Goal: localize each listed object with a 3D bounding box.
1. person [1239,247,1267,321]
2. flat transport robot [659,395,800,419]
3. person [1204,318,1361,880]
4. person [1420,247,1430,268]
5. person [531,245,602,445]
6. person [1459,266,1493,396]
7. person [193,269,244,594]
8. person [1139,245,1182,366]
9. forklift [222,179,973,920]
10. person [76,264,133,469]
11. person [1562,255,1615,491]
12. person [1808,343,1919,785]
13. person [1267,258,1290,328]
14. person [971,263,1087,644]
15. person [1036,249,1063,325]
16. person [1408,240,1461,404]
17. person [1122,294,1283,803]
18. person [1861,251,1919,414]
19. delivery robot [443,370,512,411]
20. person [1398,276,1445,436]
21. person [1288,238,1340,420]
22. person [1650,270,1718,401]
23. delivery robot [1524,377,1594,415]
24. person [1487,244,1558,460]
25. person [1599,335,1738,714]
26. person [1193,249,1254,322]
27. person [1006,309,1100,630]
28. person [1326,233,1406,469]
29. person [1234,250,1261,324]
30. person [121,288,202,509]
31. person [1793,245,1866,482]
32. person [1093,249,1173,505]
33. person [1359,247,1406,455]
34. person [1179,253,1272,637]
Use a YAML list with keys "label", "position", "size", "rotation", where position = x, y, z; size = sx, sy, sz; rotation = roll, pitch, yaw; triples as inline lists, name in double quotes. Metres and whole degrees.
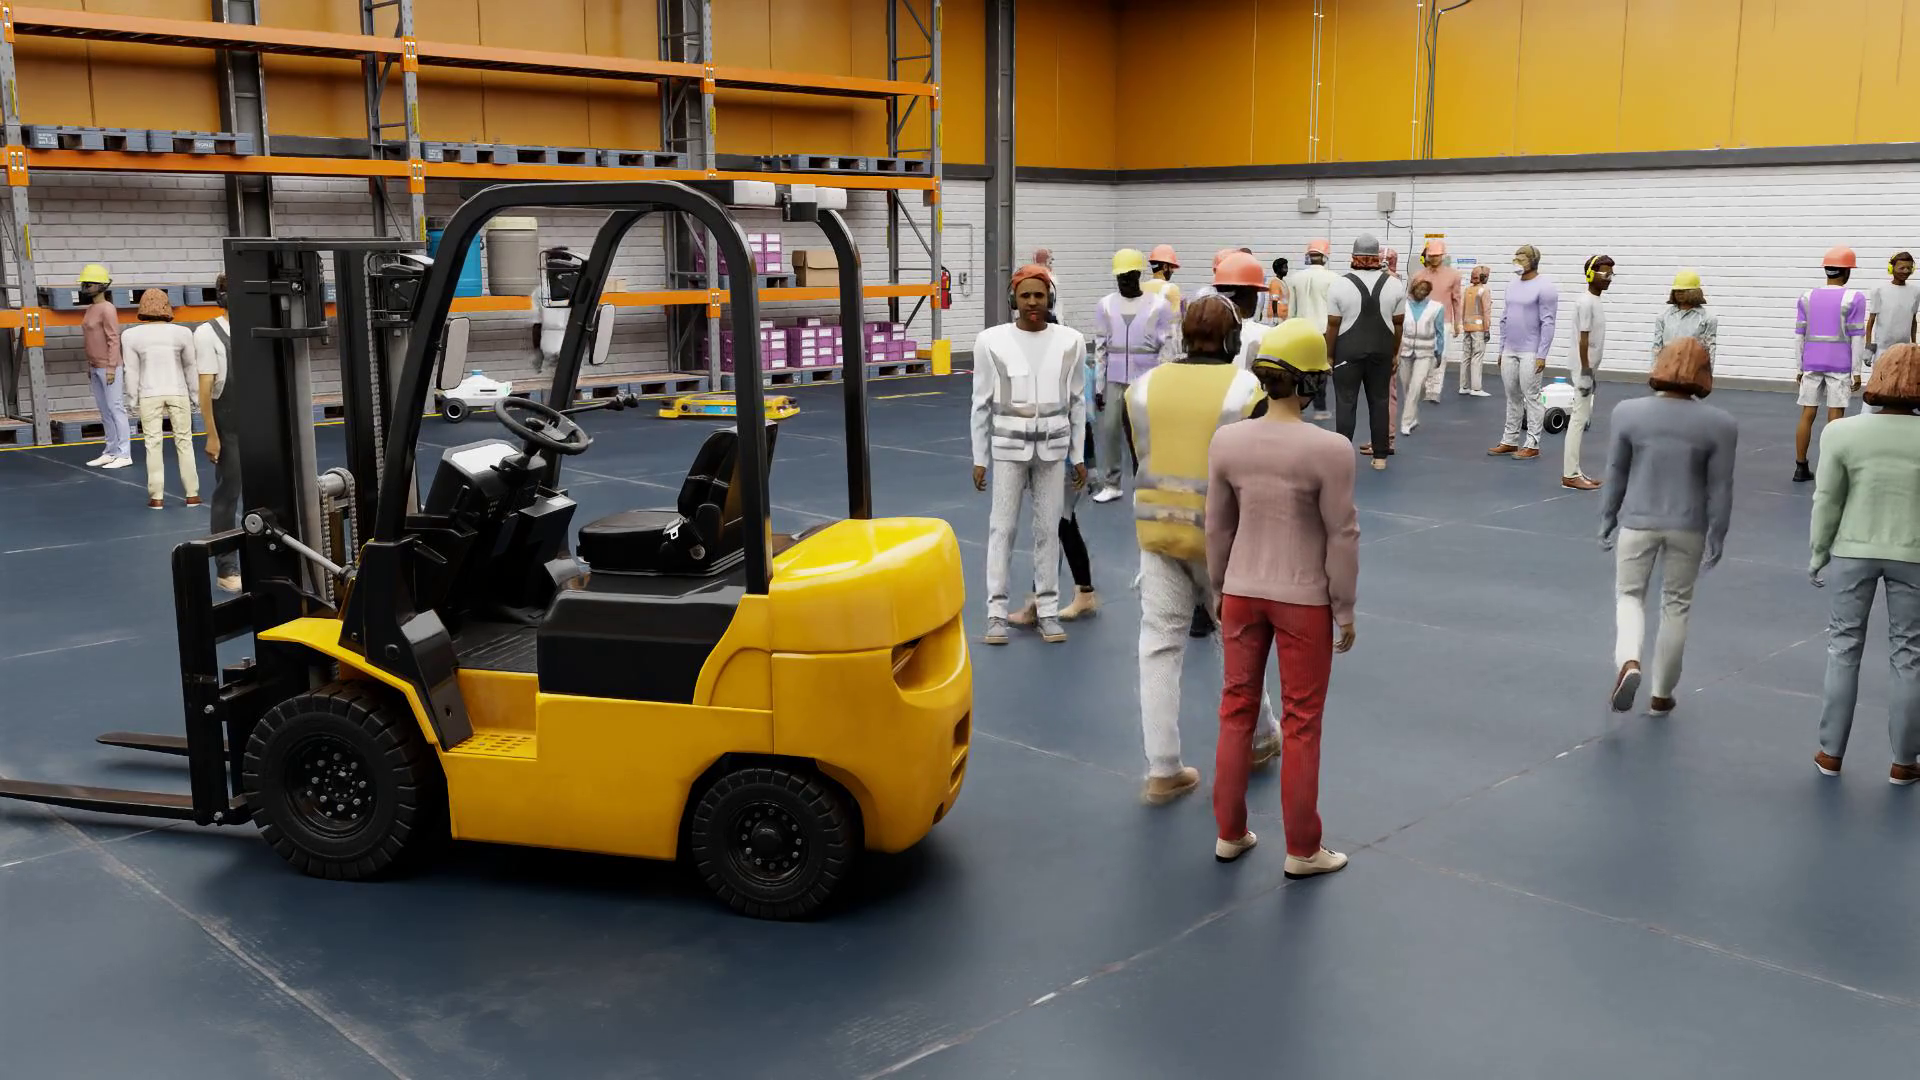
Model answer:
- label: "person"
  position: [4.156, -3.353, 24.373]
  size: [0.627, 1.845, 0.429]
  rotation: [-2, 11, -11]
- label: "flat transport robot"
  position: [-2.553, -1.485, 18.473]
  size: [1.431, 0.197, 0.652]
  rotation: [2, 11, 8]
- label: "person"
  position: [1.019, 0.189, 5.267]
  size: [0.528, 1.768, 0.313]
  rotation: [8, 13, 38]
- label: "person"
  position: [6.404, -3.074, 22.796]
  size: [0.520, 1.865, 0.332]
  rotation: [-6, 12, -29]
- label: "person"
  position: [-3.760, -1.799, 15.652]
  size: [0.603, 1.934, 0.944]
  rotation: [5, 11, 24]
- label: "person"
  position: [6.515, -2.631, 20.983]
  size: [0.308, 1.639, 0.523]
  rotation: [-3, 11, -16]
- label: "person"
  position: [-4.094, -0.625, 9.485]
  size: [0.329, 1.844, 0.509]
  rotation: [5, 11, 23]
- label: "person"
  position: [1.841, -1.738, 15.331]
  size: [0.542, 1.928, 0.374]
  rotation: [10, 15, 44]
- label: "forklift"
  position: [-1.114, -0.058, 5.440]
  size: [2.313, 2.155, 1.214]
  rotation: [2, 11, 13]
- label: "person"
  position: [-7.474, -1.505, 14.495]
  size: [0.525, 1.772, 0.306]
  rotation: [9, 14, 42]
- label: "person"
  position: [5.039, -1.338, 13.326]
  size: [0.336, 1.864, 0.521]
  rotation: [5, 11, 25]
- label: "person"
  position: [3.427, 0.088, 6.172]
  size: [0.507, 1.631, 0.266]
  rotation: [6, 12, 31]
- label: "person"
  position: [4.607, -3.222, 24.051]
  size: [0.315, 1.696, 0.541]
  rotation: [4, 11, 22]
- label: "person"
  position: [0.344, -0.418, 8.251]
  size: [0.585, 1.882, 0.337]
  rotation: [-2, 11, -9]
- label: "person"
  position: [1.030, -2.675, 20.641]
  size: [1.024, 1.856, 0.657]
  rotation: [-6, 12, -29]
- label: "person"
  position: [5.682, -2.618, 20.044]
  size: [0.641, 1.952, 0.924]
  rotation: [4, 11, 23]
- label: "person"
  position: [0.933, 0.011, 6.124]
  size: [0.627, 1.803, 0.885]
  rotation: [6, 12, 31]
- label: "person"
  position: [9.082, -1.865, 16.204]
  size: [0.535, 1.861, 0.309]
  rotation: [0, 10, 1]
- label: "delivery robot"
  position: [-5.258, -1.615, 18.147]
  size: [0.707, 0.478, 0.477]
  rotation: [-2, 11, -11]
- label: "person"
  position: [4.641, -1.870, 16.957]
  size: [0.578, 1.608, 0.685]
  rotation: [7, 12, 33]
- label: "person"
  position: [3.918, -2.315, 18.304]
  size: [0.633, 1.990, 0.401]
  rotation: [9, 14, 40]
- label: "person"
  position: [5.908, -1.334, 13.633]
  size: [0.492, 1.740, 0.320]
  rotation: [8, 13, 36]
- label: "delivery robot"
  position: [6.203, -1.444, 17.219]
  size: [0.707, 0.478, 0.477]
  rotation: [-4, 11, -23]
- label: "person"
  position: [5.111, -1.698, 15.081]
  size: [0.372, 1.940, 0.629]
  rotation: [-4, 11, -23]
- label: "person"
  position: [2.920, -0.037, 6.905]
  size: [0.515, 1.614, 0.511]
  rotation: [5, 12, 26]
- label: "person"
  position: [2.281, -1.594, 14.612]
  size: [0.636, 1.904, 0.441]
  rotation: [6, 12, 31]
- label: "person"
  position: [0.428, -0.366, 8.566]
  size: [0.749, 1.647, 0.544]
  rotation: [-6, 12, -30]
- label: "person"
  position: [3.473, -1.629, 14.428]
  size: [0.679, 2.000, 0.537]
  rotation: [0, 10, -2]
- label: "person"
  position: [3.273, -2.489, 19.646]
  size: [0.565, 1.847, 0.396]
  rotation: [7, 12, 32]
- label: "person"
  position: [-5.911, -1.044, 12.346]
  size: [0.497, 1.633, 0.285]
  rotation: [-5, 12, -26]
- label: "person"
  position: [7.082, -1.416, 13.550]
  size: [0.359, 1.938, 0.545]
  rotation: [-8, 13, -38]
- label: "person"
  position: [1.301, -1.207, 12.483]
  size: [0.631, 1.916, 0.397]
  rotation: [4, 11, 22]
- label: "person"
  position: [3.898, -1.739, 15.393]
  size: [0.402, 1.911, 0.638]
  rotation: [3, 11, 15]
- label: "person"
  position: [1.363, -0.460, 8.338]
  size: [0.552, 1.933, 0.368]
  rotation: [6, 12, 29]
